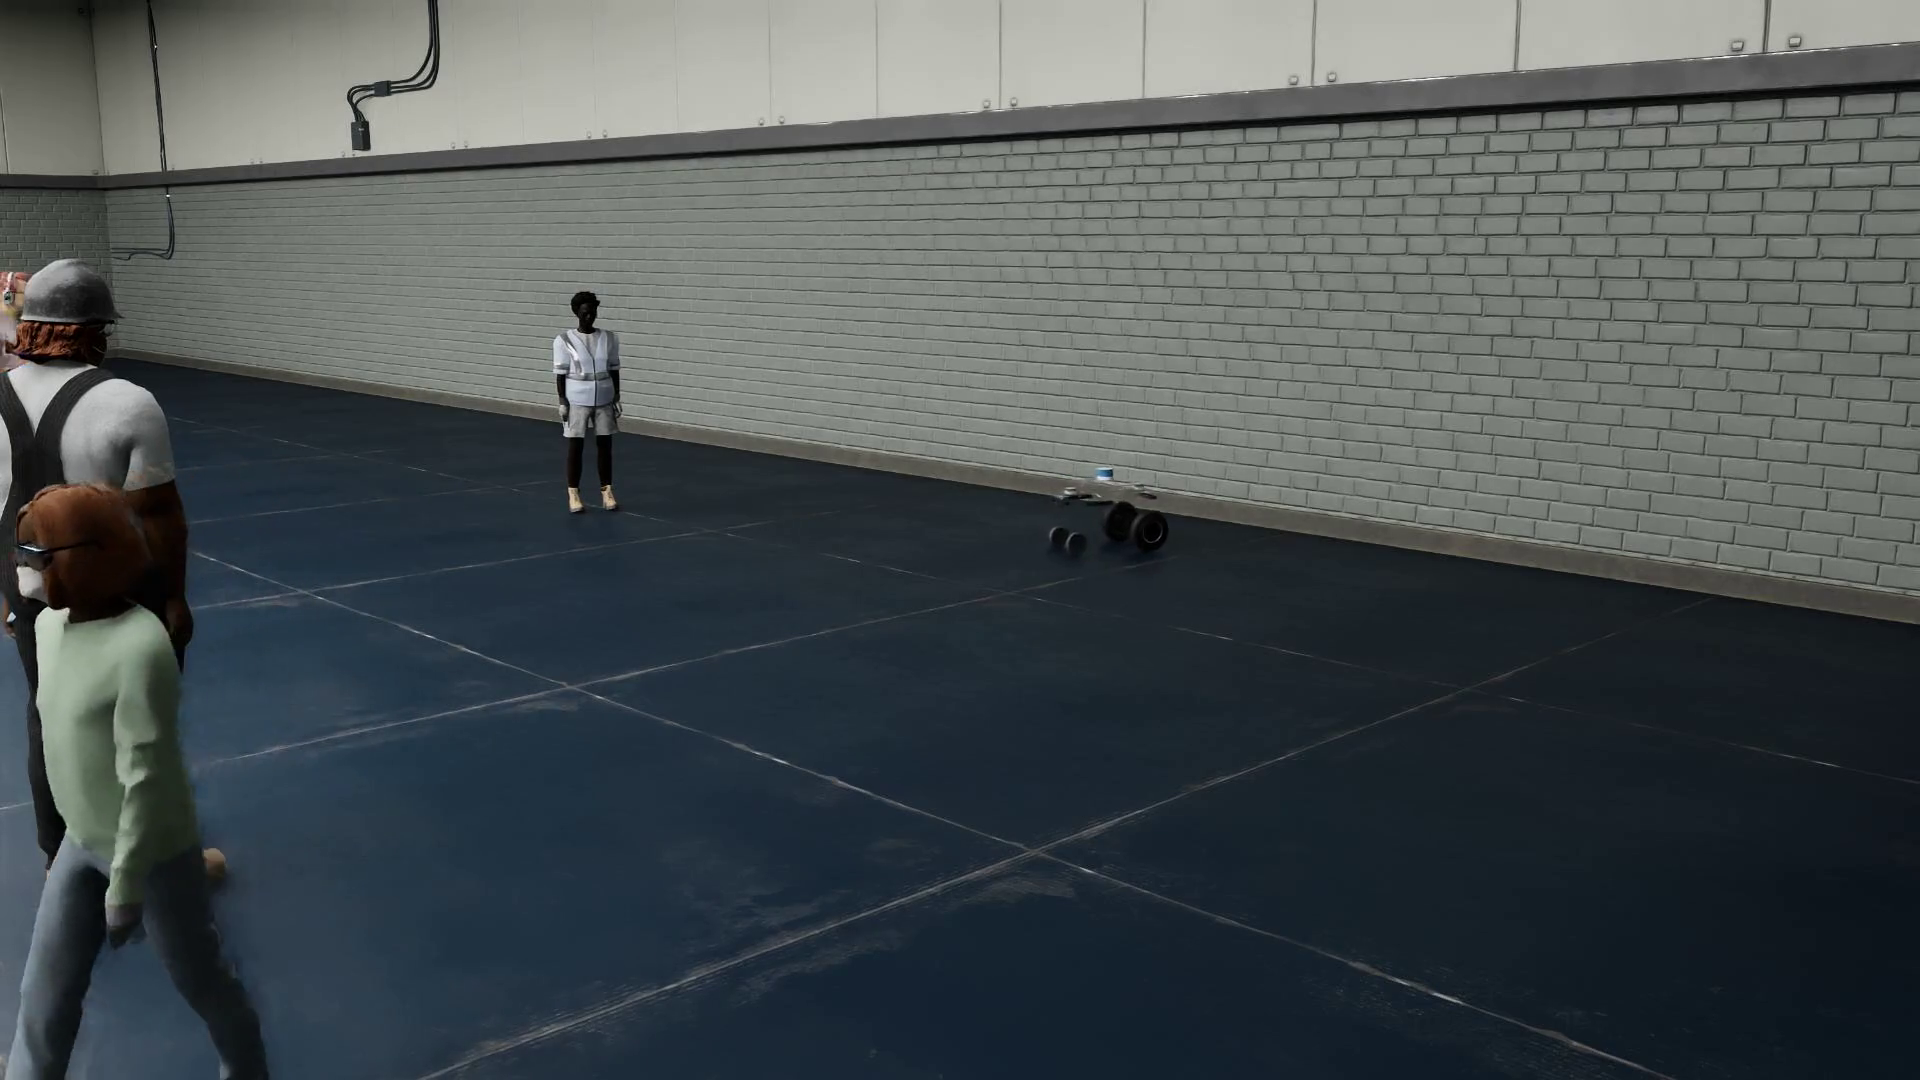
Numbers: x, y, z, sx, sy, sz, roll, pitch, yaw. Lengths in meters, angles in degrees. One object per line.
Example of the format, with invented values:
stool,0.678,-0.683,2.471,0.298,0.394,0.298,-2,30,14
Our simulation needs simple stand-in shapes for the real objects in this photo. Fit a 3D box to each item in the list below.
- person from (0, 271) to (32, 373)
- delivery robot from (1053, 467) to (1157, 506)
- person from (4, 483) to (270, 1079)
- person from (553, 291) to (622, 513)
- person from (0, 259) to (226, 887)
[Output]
person,-6.115,-0.824,10.991,0.911,1.864,0.644,-2,11,-13
delivery robot,0.987,-0.378,11.292,0.698,0.223,0.335,-4,11,-22
person,-1.854,0.682,3.507,0.525,1.586,0.829,7,13,34
person,-2.851,-1.061,12.773,0.530,1.689,0.321,-6,12,-31
person,-2.740,0.154,5.306,0.678,2.000,0.537,1,10,5
